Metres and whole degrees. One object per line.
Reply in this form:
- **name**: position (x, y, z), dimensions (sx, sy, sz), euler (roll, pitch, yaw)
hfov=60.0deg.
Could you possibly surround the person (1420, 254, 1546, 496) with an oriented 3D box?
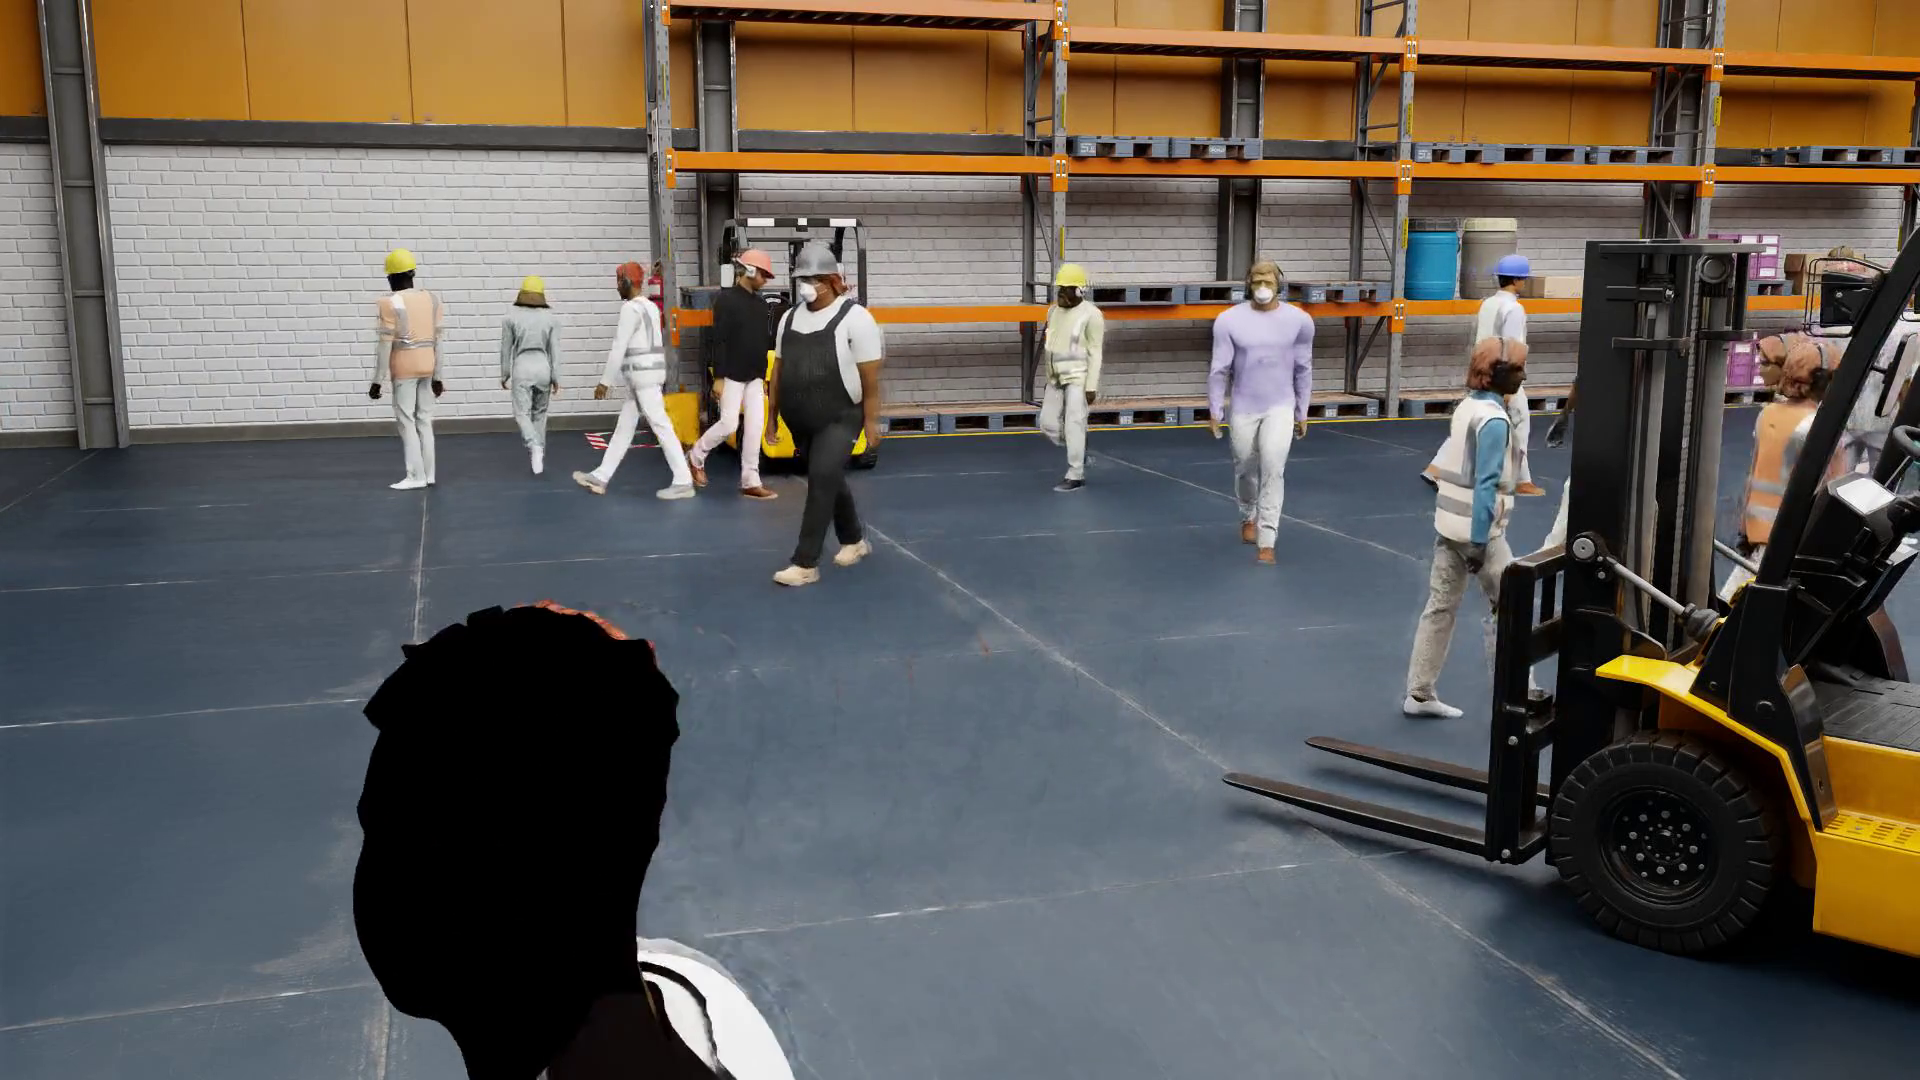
- **person**: position (4.085, -1.263, 12.929), dimensions (0.972, 1.907, 0.615), euler (-2, 11, -12)

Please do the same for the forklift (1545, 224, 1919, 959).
- **forklift**: position (2.909, 0.117, 4.508), dimensions (2.313, 2.155, 1.214), euler (9, 14, 40)

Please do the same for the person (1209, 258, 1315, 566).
- **person**: position (1.912, -0.841, 10.592), dimensions (0.641, 1.907, 0.955), euler (2, 11, 11)

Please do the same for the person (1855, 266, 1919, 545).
- **person**: position (5.897, -0.866, 10.790), dimensions (0.814, 1.874, 0.674), euler (1, 10, 3)

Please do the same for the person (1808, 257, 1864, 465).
- **person**: position (6.483, -1.131, 12.203), dimensions (0.699, 1.880, 0.646), euler (1, 10, 6)

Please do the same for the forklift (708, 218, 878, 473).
- **forklift**: position (-1.522, -1.778, 14.899), dimensions (1.214, 2.155, 2.313), euler (-3, 11, -17)

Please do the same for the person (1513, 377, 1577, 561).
- **person**: position (3.786, -0.676, 9.901), dimensions (1.002, 1.817, 0.517), euler (0, 10, 0)

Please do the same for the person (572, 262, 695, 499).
- **person**: position (-2.532, -1.230, 12.898), dimensions (1.018, 1.819, 0.595), euler (0, 10, 2)

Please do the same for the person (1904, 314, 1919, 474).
- **person**: position (8.066, -1.346, 13.891), dimensions (0.522, 1.686, 0.934), euler (1, 10, 7)

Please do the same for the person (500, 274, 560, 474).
- **person**: position (-3.624, -1.396, 14.141), dimensions (0.499, 1.712, 0.761), euler (-5, 11, -26)

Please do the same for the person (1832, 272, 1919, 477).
- **person**: position (5.178, -0.633, 9.587), dimensions (0.772, 1.844, 0.533), euler (-9, 14, -40)

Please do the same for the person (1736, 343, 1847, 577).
- **person**: position (3.412, 0.018, 6.662), dimensions (0.840, 1.591, 0.545), euler (0, 10, 1)

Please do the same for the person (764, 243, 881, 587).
- **person**: position (-0.823, -0.795, 9.931), dimensions (0.695, 2.000, 1.017), euler (7, 13, 35)

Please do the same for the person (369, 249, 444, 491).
- **person**: position (-4.388, -1.347, 13.302), dimensions (0.380, 1.910, 0.644), euler (5, 12, 26)

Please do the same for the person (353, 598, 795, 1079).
- **person**: position (-0.206, 0.925, 1.111), dimensions (1.022, 1.827, 0.584), euler (-3, 11, -14)

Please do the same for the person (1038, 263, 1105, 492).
- **person**: position (0.877, -1.285, 13.220), dimensions (0.420, 1.815, 0.616), euler (-8, 13, -38)

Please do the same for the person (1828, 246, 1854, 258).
- **person**: position (8.498, -1.869, 16.109), dimensions (0.376, 1.936, 0.627), euler (3, 11, 18)

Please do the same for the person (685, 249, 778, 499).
- **person**: position (-1.778, -1.295, 12.975), dimensions (0.803, 1.942, 0.650), euler (7, 12, 32)

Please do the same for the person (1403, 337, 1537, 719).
- **person**: position (2.213, -0.022, 6.850), dimensions (0.739, 1.608, 0.532), euler (0, 10, 0)

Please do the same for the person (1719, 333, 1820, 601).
- **person**: position (3.751, -0.145, 7.592), dimensions (0.881, 1.581, 0.529), euler (3, 11, 14)
